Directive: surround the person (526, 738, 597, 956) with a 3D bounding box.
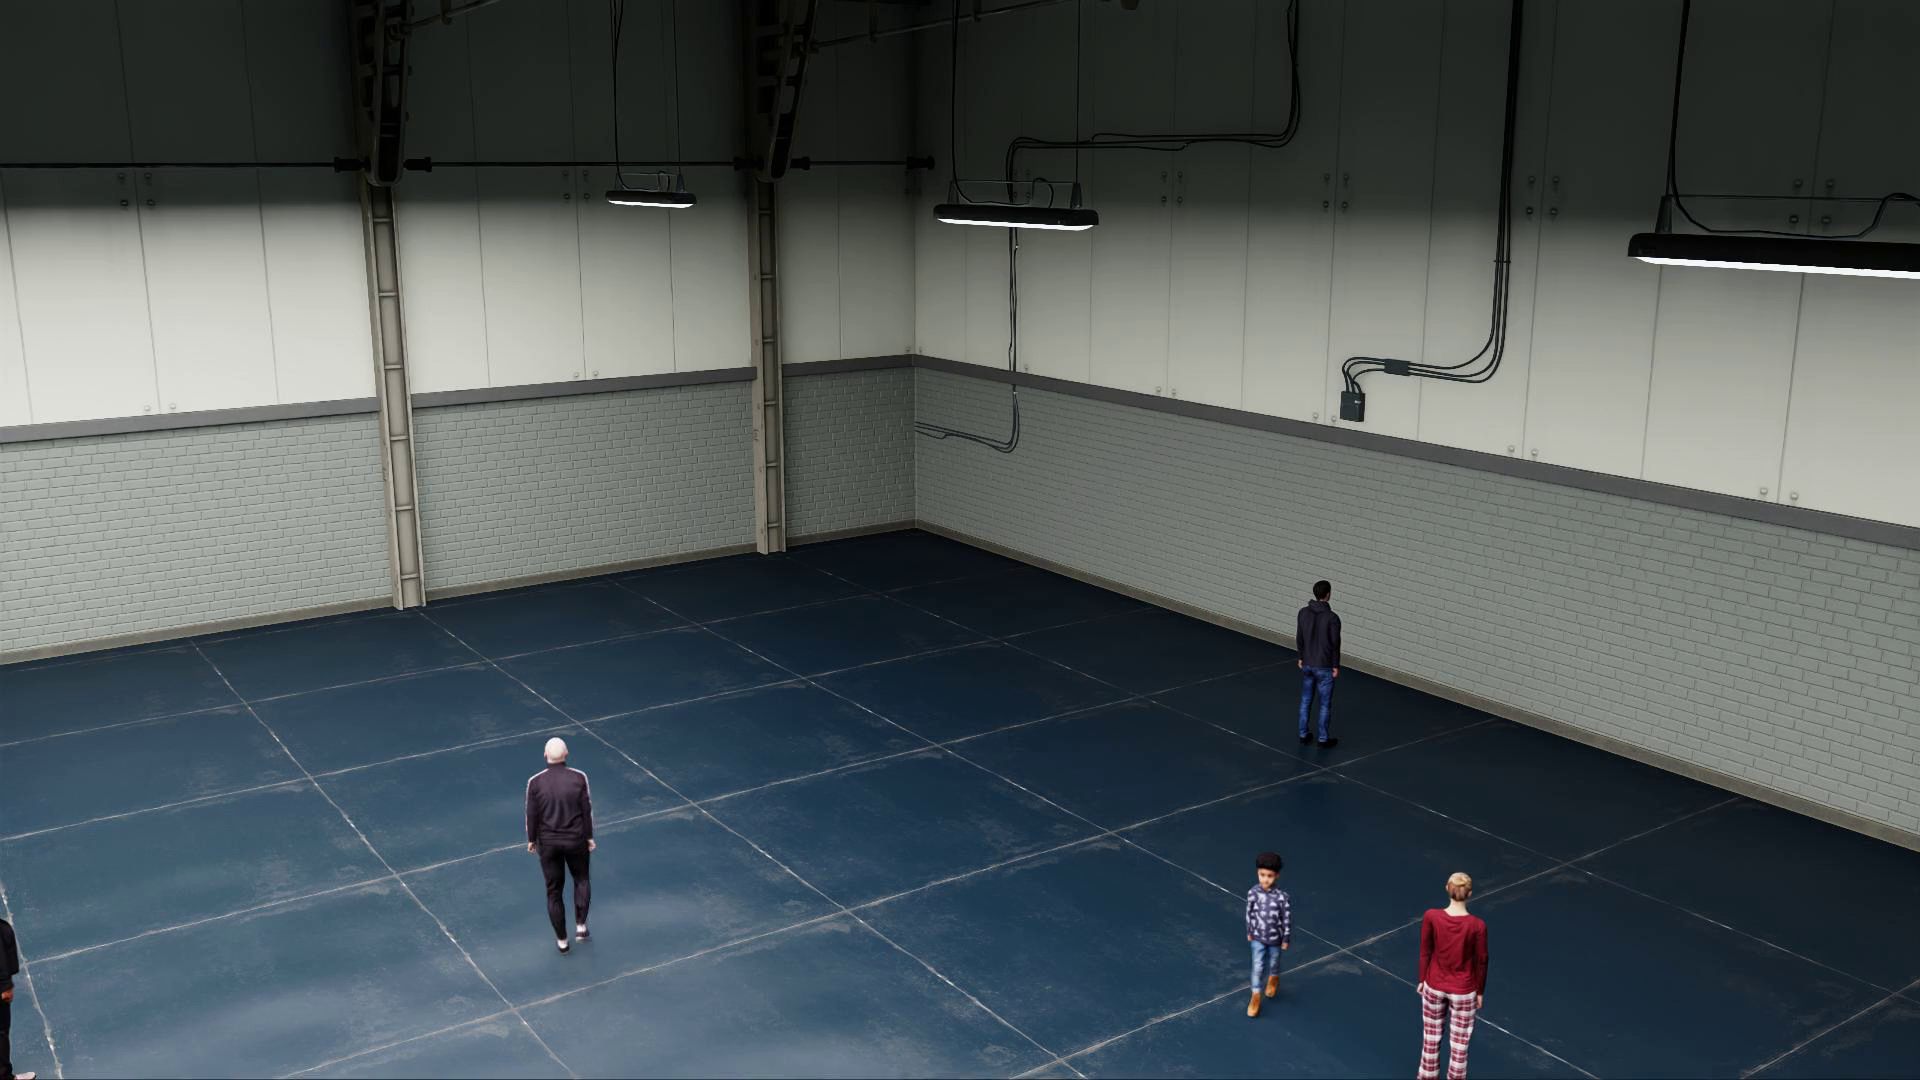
[{"bbox_3d":[-3.227,2.524,13.532,0.688,1.825,0.840,-4,14,-16],"label":"person"}]

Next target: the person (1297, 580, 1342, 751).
[{"bbox_3d":[3.952,1.366,18.377,0.725,1.895,0.661,11,17,39],"label":"person"}]

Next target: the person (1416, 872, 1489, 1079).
[{"bbox_3d":[3.376,3.069,11.457,0.686,1.699,0.695,6,14,23],"label":"person"}]

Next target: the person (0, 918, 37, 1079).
[{"bbox_3d":[-6.824,3.076,11.613,0.749,1.616,0.768,7,15,28],"label":"person"}]

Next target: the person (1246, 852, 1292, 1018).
[{"bbox_3d":[2.388,2.995,12.815,0.750,1.232,0.857,4,14,18],"label":"person"}]
